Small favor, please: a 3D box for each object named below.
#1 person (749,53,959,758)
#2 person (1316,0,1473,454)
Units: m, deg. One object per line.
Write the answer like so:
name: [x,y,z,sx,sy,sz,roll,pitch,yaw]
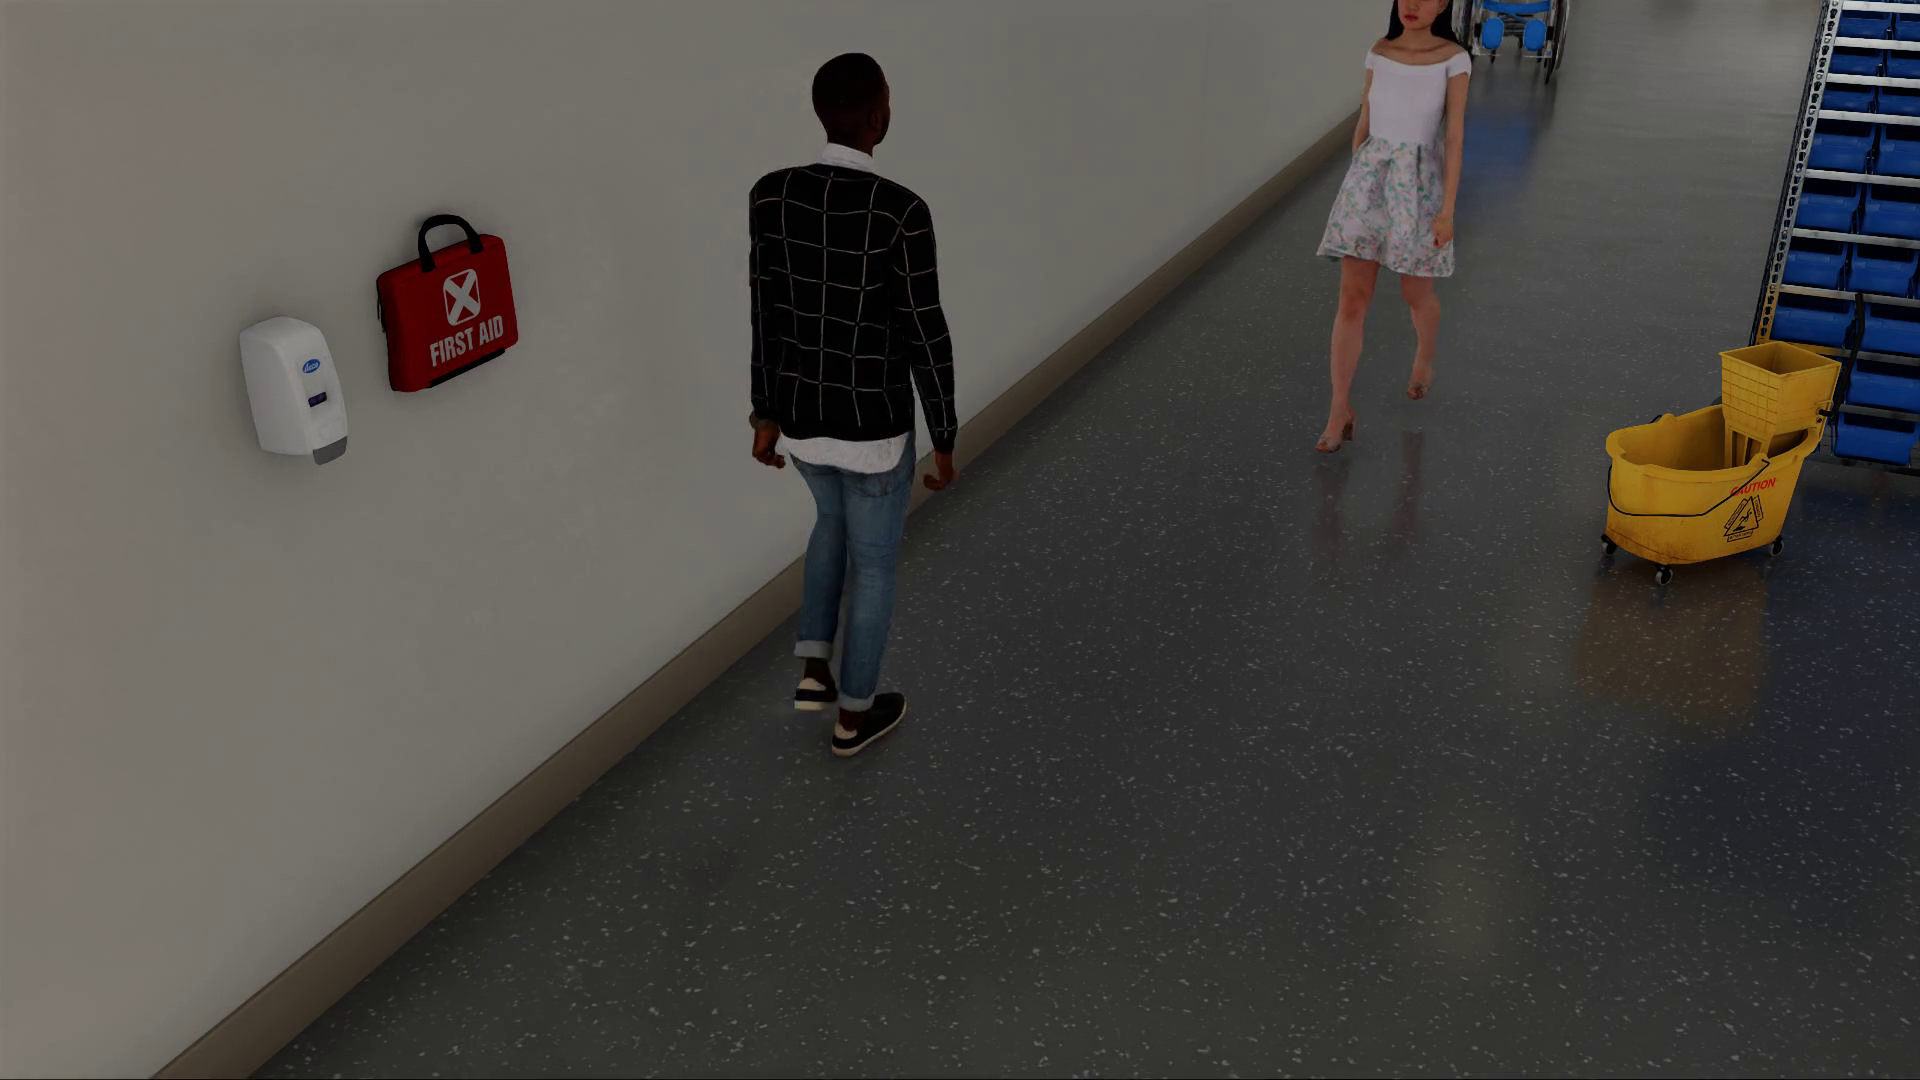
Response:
person: [-0.325,-0.252,4.103,0.582,1.807,0.738,11,28,22]
person: [1.672,-1.224,6.200,1.064,1.737,0.800,16,30,30]
